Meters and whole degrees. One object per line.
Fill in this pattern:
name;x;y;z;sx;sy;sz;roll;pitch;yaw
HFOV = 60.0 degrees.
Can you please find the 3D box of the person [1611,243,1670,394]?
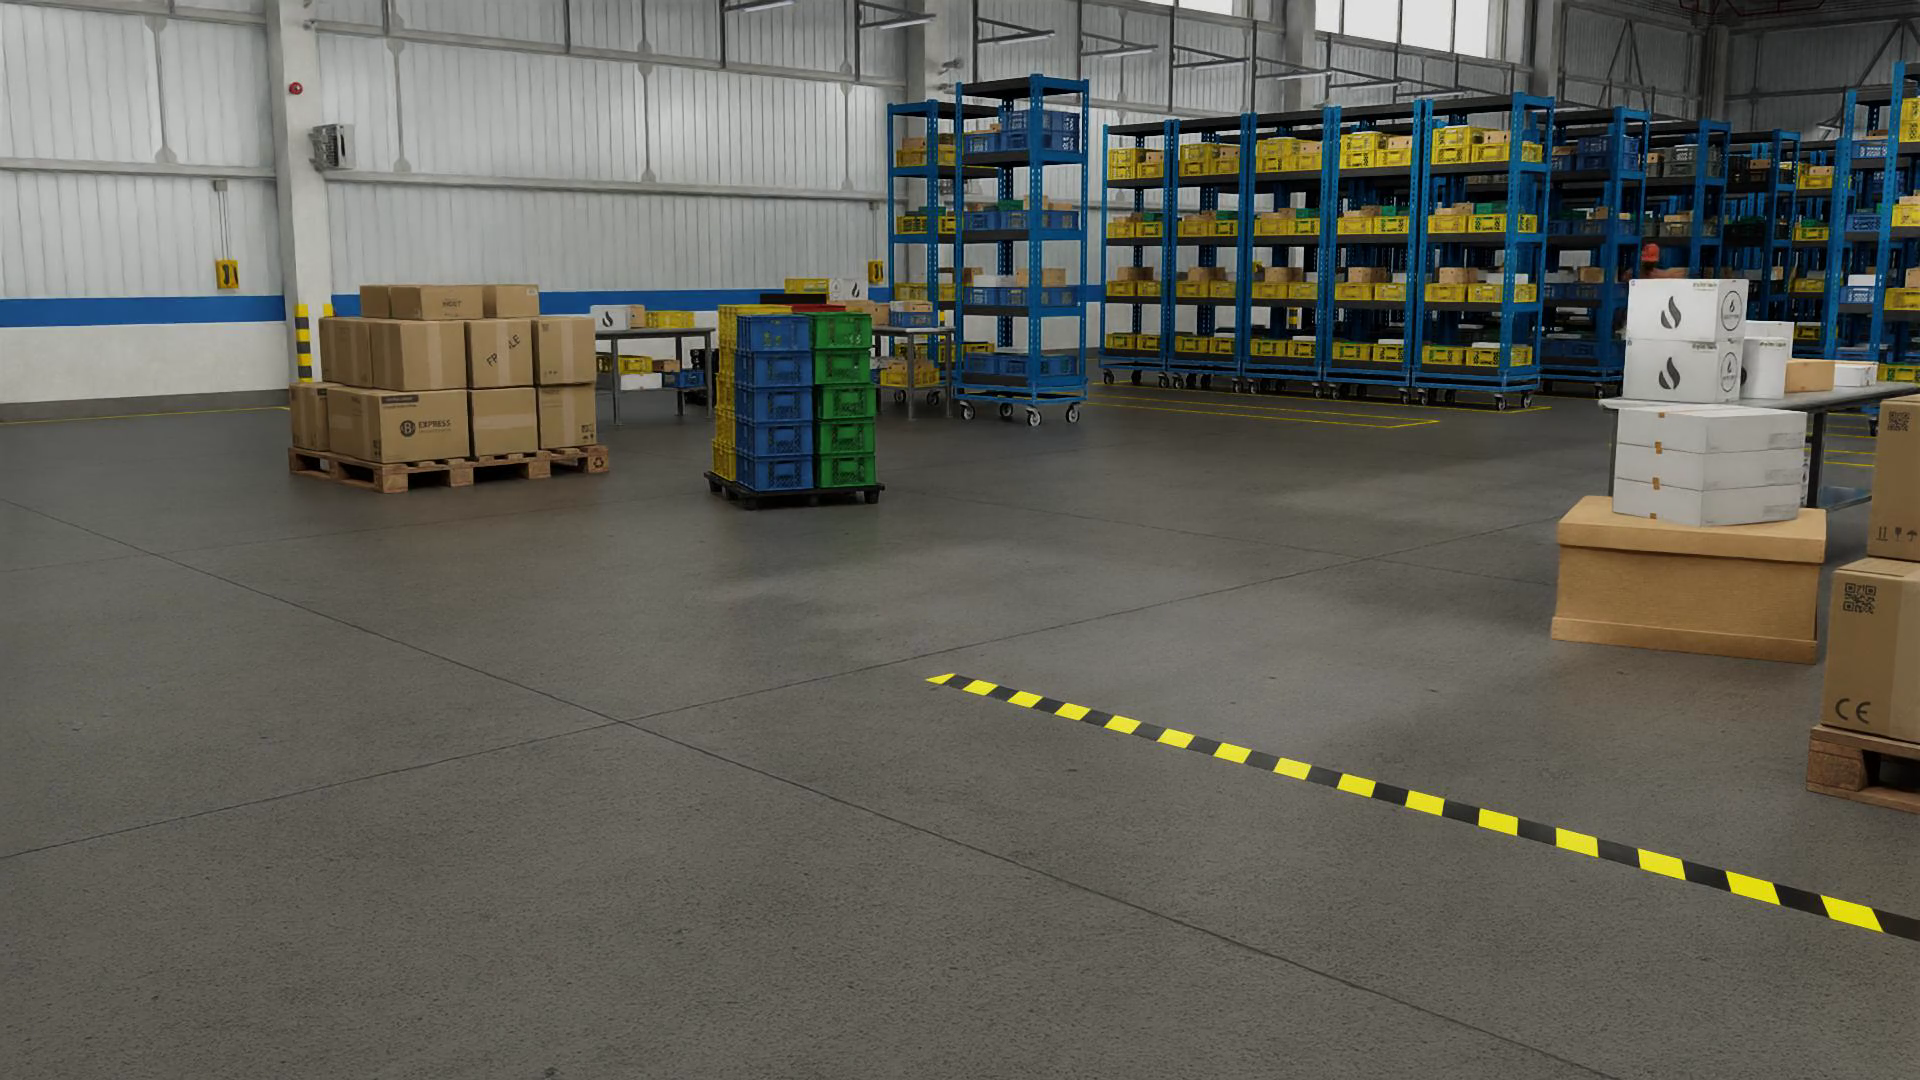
person;8.699;-2.814;21.334;0.697;1.943;0.673;7;12;38
